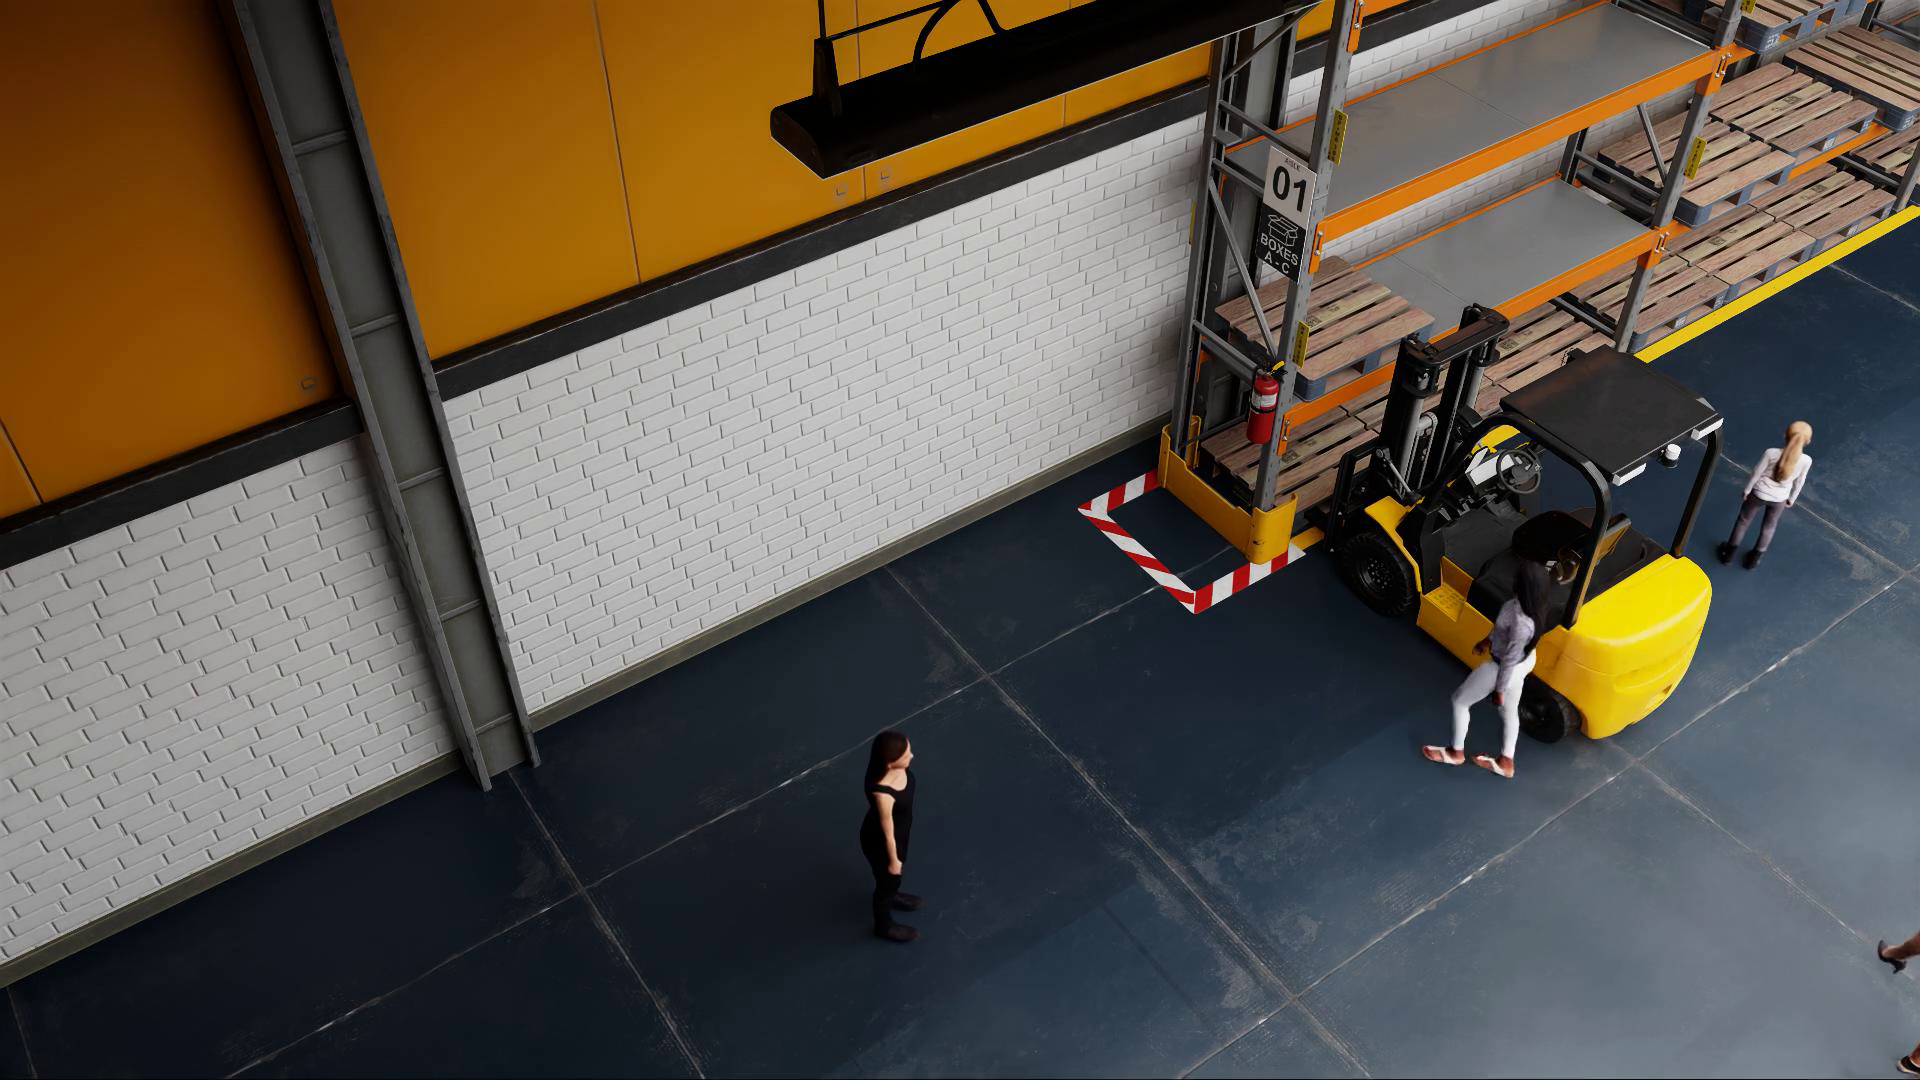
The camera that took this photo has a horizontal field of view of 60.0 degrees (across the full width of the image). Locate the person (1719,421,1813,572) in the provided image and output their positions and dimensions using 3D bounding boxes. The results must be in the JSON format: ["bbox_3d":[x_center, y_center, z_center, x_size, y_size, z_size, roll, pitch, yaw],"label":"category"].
[{"bbox_3d":[5.654,-0.309,11.619,0.585,1.277,0.633,13,45,13],"label":"person"}]

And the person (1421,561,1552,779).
[{"bbox_3d":[3.412,0.828,10.122,0.831,1.697,0.837,23,48,23],"label":"person"}]

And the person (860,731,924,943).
[{"bbox_3d":[-0.396,1.642,9.273,0.728,1.688,0.676,5,44,5],"label":"person"}]
